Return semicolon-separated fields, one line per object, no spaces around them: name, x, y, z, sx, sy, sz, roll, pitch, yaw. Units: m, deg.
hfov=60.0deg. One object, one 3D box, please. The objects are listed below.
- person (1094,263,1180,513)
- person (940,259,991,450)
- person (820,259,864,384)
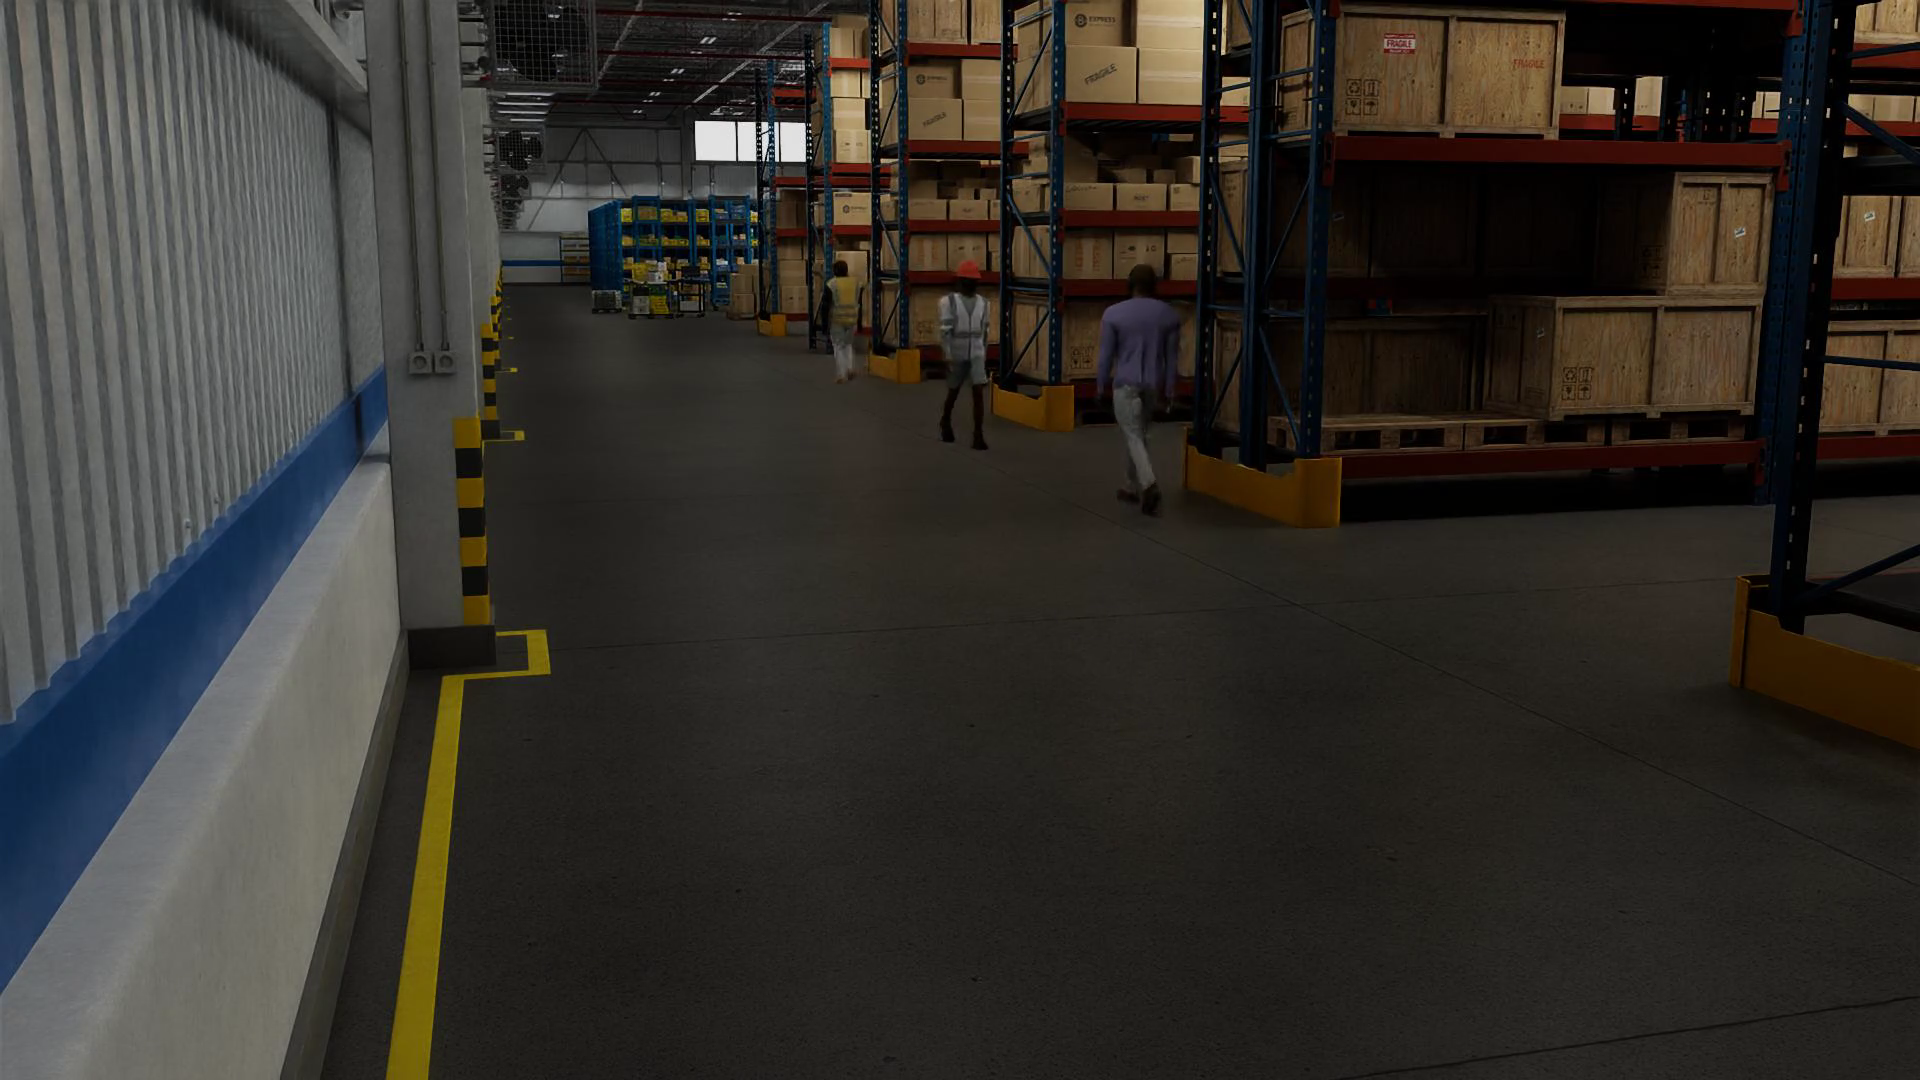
person;1.399;-1.172;12.777;0.630;1.908;0.941;-3;11;-19
person;0.038;-1.884;16.818;0.547;1.907;0.900;-3;10;-16
person;-1.754;-3.208;24.506;0.648;1.826;0.500;-5;11;-28
